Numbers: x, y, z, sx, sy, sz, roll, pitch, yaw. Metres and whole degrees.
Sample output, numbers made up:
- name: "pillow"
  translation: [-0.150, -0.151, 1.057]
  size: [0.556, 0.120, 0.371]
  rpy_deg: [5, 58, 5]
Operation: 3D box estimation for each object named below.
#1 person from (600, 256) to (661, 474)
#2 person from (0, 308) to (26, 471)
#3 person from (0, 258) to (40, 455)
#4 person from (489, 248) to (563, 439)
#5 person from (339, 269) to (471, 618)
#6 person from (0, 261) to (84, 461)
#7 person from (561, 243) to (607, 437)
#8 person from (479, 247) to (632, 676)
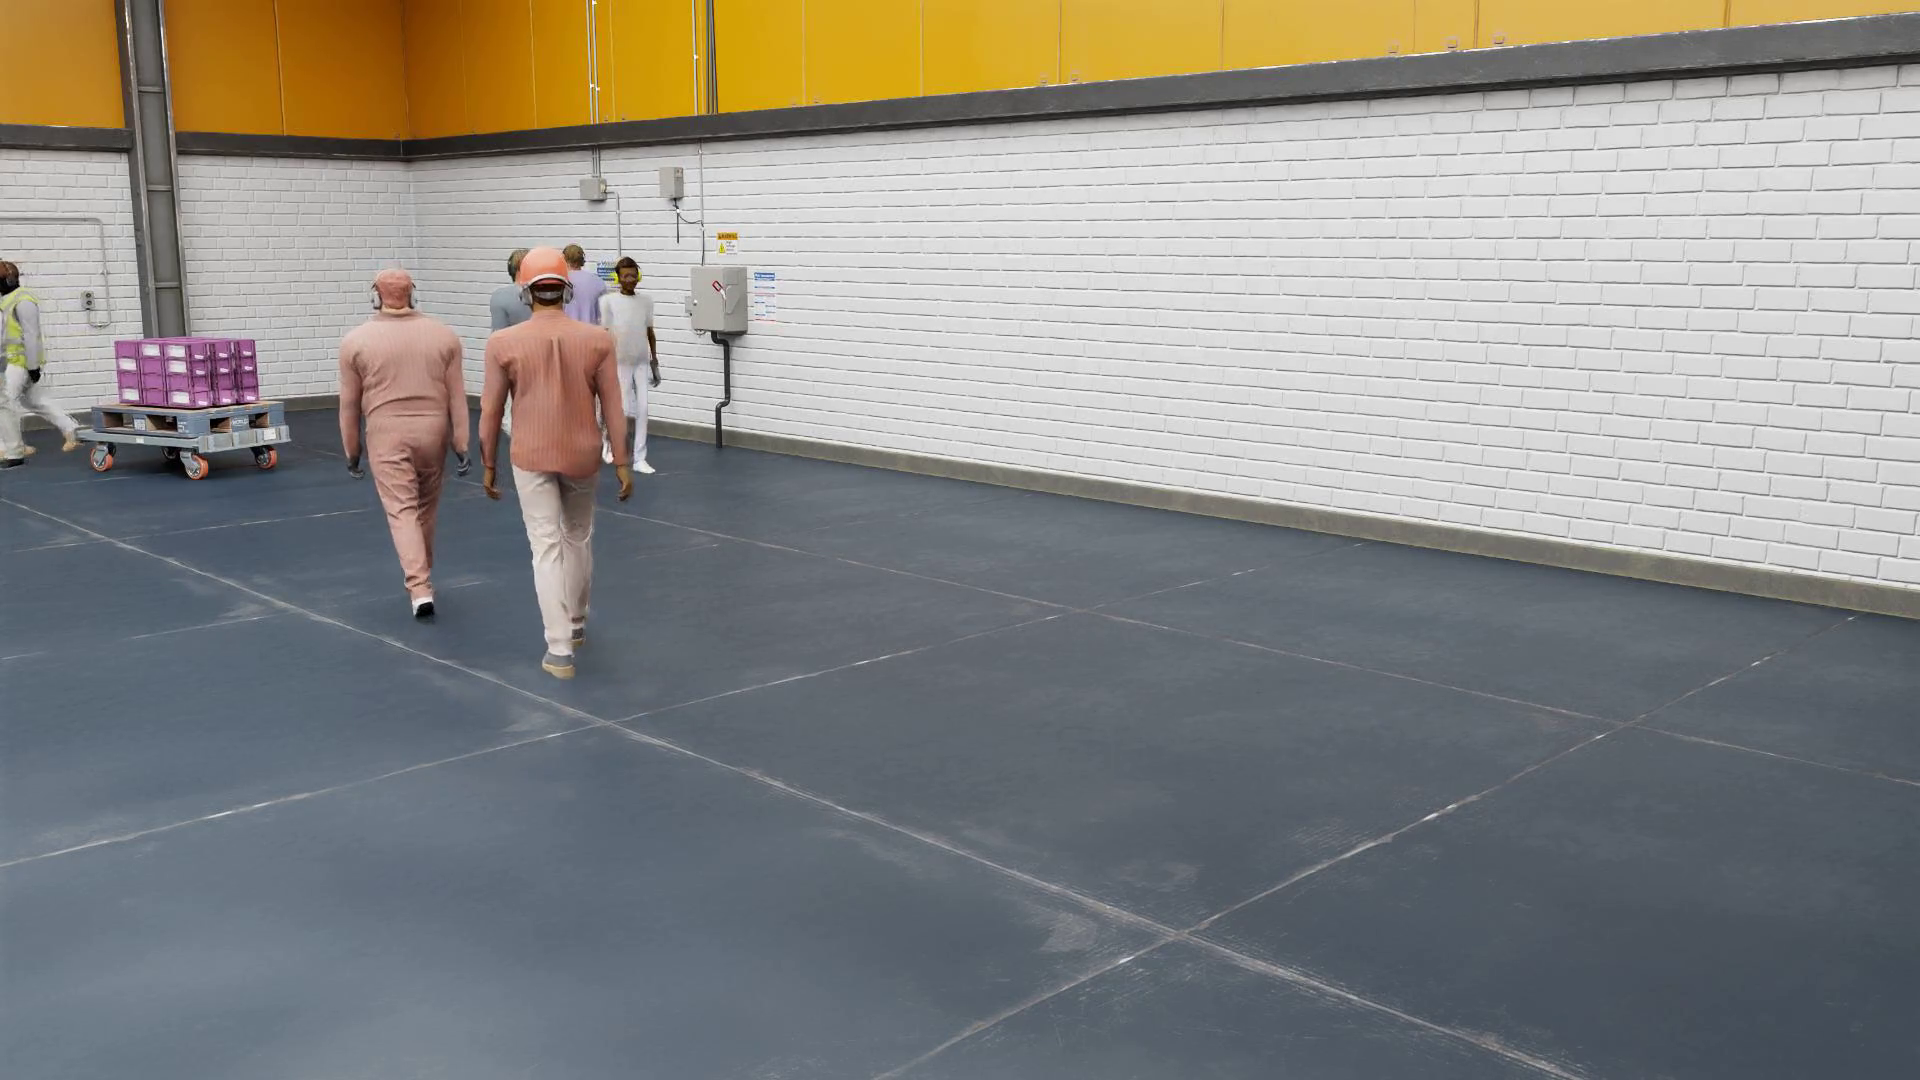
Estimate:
- name: "person"
  translation: [-2.842, -1.497, 14.248]
  size: [0.518, 1.848, 0.581]
  rpy_deg: [-8, 13, -38]
- name: "person"
  translation: [-8.413, -1.445, 14.092]
  size: [0.611, 1.790, 0.847]
  rpy_deg: [7, 12, 32]
- name: "person"
  translation: [-8.801, -1.680, 15.323]
  size: [0.691, 1.815, 0.450]
  rpy_deg: [3, 11, 18]
- name: "person"
  translation: [-3.397, -1.328, 13.104]
  size: [0.478, 1.922, 0.648]
  rpy_deg: [9, 14, 42]
- name: "person"
  translation: [-2.985, -0.527, 8.976]
  size: [0.648, 1.854, 1.025]
  rpy_deg: [-6, 12, -31]
- name: "person"
  translation: [-8.484, -1.632, 15.113]
  size: [0.892, 1.806, 0.637]
  rpy_deg: [-10, 14, -43]
- name: "person"
  translation: [-3.823, -1.976, 16.599]
  size: [0.628, 1.940, 0.373]
  rpy_deg: [-7, 12, -33]
- name: "person"
  translation: [-1.946, -0.391, 7.896]
  size: [0.664, 1.951, 0.938]
  rpy_deg: [-5, 12, -25]
